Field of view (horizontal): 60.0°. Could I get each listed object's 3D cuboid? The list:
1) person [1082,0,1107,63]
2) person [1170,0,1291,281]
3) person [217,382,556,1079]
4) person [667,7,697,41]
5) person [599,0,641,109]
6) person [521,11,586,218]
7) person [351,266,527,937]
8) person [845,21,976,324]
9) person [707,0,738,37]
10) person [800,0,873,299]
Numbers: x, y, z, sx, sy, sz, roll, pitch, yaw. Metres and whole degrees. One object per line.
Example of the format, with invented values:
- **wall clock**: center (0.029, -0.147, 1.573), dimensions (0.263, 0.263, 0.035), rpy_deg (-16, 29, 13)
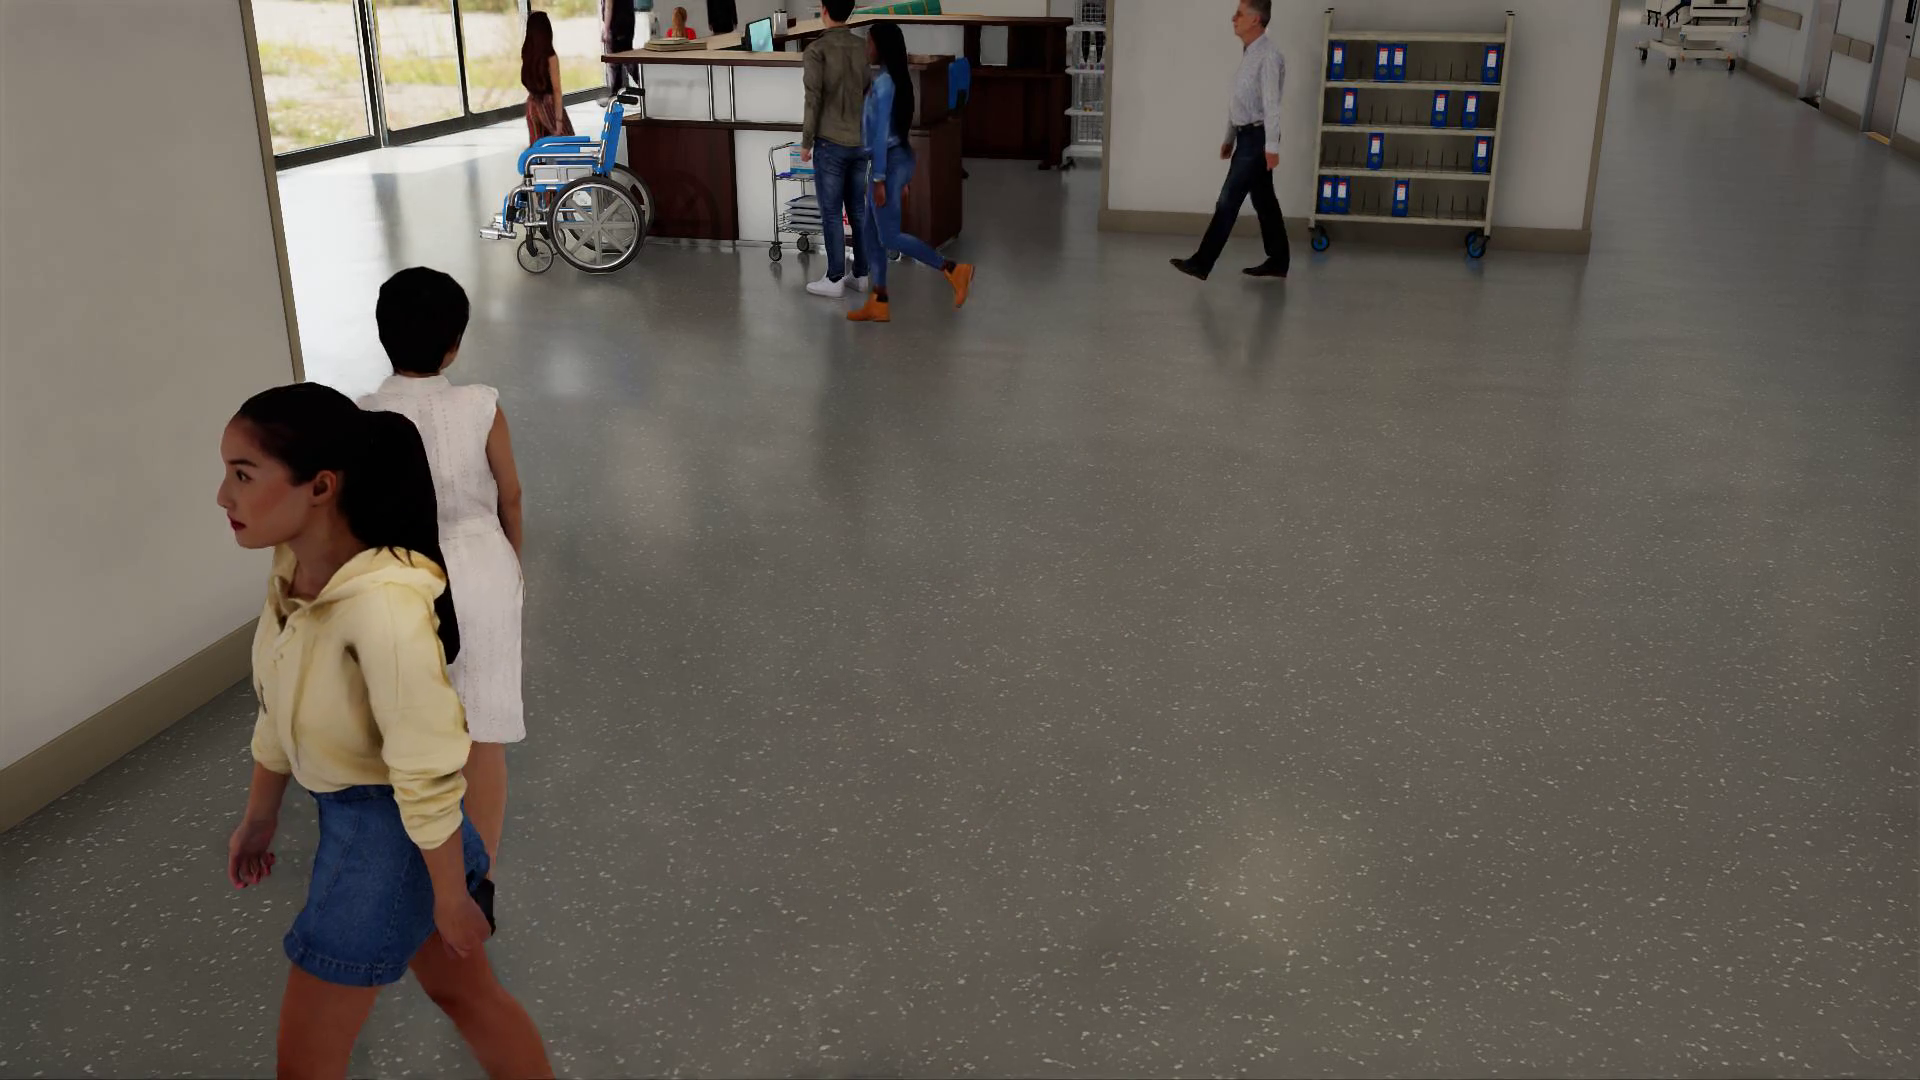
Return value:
- **person**: center (1.998, -7.926, 24.856), dimensions (0.521, 1.772, 0.700), rpy_deg (9, 22, 22)
- **person**: center (1.960, -2.526, 10.579), dimensions (1.161, 1.786, 0.916), rpy_deg (-3, 21, -7)
- **person**: center (-0.891, 0.509, 2.836), dimensions (1.106, 1.593, 1.064), rpy_deg (-12, 24, -29)
- **person**: center (-3.085, -5.281, 18.564), dimensions (0.527, 1.281, 0.616), rpy_deg (-1, 21, -4)
- **person**: center (-4.073, -6.192, 20.179), dimensions (0.860, 1.841, 0.780), rpy_deg (7, 22, 19)
- **person**: center (-3.287, -3.308, 12.980), dimensions (0.648, 1.546, 0.674), rpy_deg (10, 23, 24)
- **person**: center (-1.157, 0.193, 3.795), dimensions (1.072, 1.506, 0.917), rpy_deg (-5, 21, -13)
- **person**: center (-0.295, -2.021, 9.387), dimensions (1.033, 1.684, 0.710), rpy_deg (2, 21, 6)
- **person**: center (-3.264, -7.041, 22.730), dimensions (0.825, 1.623, 0.634), rpy_deg (6, 21, 15)
- **person**: center (-0.734, -2.442, 10.245), dimensions (0.781, 1.865, 0.793), rpy_deg (19, 28, 41)
